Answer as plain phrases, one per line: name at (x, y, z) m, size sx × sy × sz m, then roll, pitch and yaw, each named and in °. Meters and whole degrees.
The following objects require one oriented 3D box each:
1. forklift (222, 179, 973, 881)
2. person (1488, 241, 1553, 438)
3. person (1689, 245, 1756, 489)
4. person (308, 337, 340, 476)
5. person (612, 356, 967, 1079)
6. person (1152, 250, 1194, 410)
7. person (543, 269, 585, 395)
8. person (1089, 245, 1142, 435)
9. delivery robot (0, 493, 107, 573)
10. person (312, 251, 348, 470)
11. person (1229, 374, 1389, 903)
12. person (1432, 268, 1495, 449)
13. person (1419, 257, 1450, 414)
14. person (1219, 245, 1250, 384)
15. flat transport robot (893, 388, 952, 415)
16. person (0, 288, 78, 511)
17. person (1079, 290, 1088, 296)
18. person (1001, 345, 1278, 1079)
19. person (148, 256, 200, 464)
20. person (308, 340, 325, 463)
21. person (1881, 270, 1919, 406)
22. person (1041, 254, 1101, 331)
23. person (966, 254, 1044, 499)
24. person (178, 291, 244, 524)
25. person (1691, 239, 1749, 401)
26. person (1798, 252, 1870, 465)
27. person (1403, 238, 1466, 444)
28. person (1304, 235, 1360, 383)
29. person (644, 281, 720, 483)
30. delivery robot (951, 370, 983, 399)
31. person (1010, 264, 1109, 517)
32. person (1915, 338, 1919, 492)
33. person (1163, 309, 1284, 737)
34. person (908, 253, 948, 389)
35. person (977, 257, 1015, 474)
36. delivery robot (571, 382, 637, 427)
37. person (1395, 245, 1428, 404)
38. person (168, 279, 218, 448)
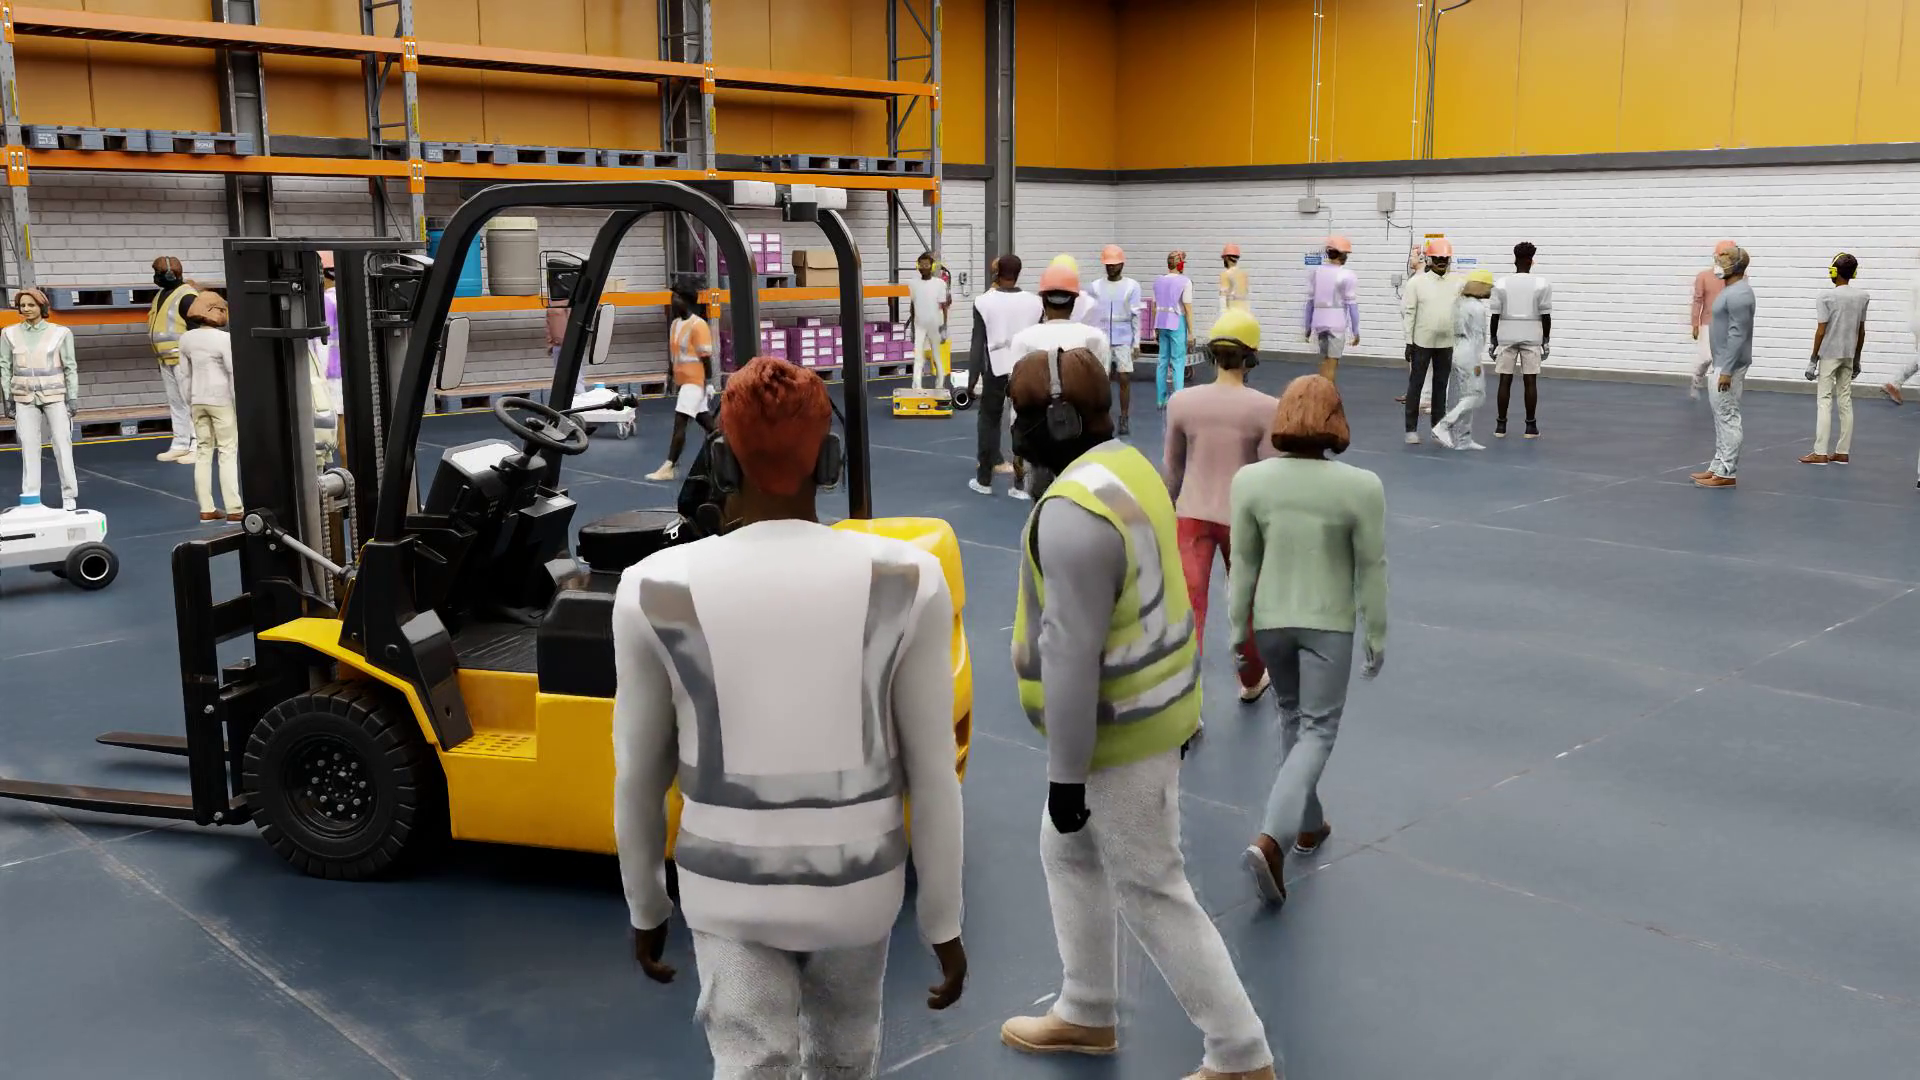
forklift at (-1.114, -0.058, 5.440) m, size 2.313 × 2.155 × 1.214 m, roll 2°, pitch 11°, yaw 13°
person at (5.608, -1.999, 16.666) m, size 0.604 × 1.959 × 0.379 m, roll 5°, pitch 11°, yaw 23°
person at (6.138, -1.376, 13.330) m, size 0.372 × 1.940 × 0.629 m, roll 3°, pitch 11°, yaw 18°
person at (-3.358, -0.429, 8.444) m, size 0.403 × 1.837 × 0.590 m, roll -1°, pitch 10°, yaw -3°
person at (-0.290, 0.612, 2.816) m, size 0.588 × 1.833 × 1.014 m, roll -1°, pitch 10°, yaw -7°
person at (2.440, -2.395, 19.143) m, size 0.396 × 1.844 × 0.564 m, roll -9°, pitch 14°, yaw -40°
person at (-4.165, -2.034, 17.437) m, size 0.380 × 1.755 × 0.537 m, roll -10°, pitch 14°, yaw -44°
person at (1.563, -2.024, 16.903) m, size 0.558 × 1.926 × 0.407 m, roll 3°, pitch 11°, yaw 17°
delivery robot at (-5.274, -0.023, 9.468) m, size 0.707 × 0.478 × 0.477 m, roll -9°, pitch 14°, yaw -42°
person at (-4.961, -1.331, 13.131) m, size 0.399 × 1.928 × 0.546 m, roll -1°, pitch 10°, yaw -5°
person at (1.059, 0.285, 5.197) m, size 0.507 × 1.601 × 0.793 m, roll 6°, pitch 12°, yaw 30°
person at (4.749, -1.681, 15.596) m, size 0.482 × 1.716 × 0.495 m, roll 0°, pitch 10°, yaw -1°
person at (5.391, -2.359, 18.953) m, size 0.429 × 1.840 × 0.635 m, roll -4°, pitch 11°, yaw -21°
person at (3.783, -3.094, 22.855) m, size 0.608 × 1.899 × 0.609 m, roll 10°, pitch 14°, yaw 43°
flat transport robot at (-0.435, -1.590, 19.045) m, size 0.652 × 0.197 × 1.431 m, roll 0°, pitch 10°, yaw -2°
person at (-6.730, -1.017, 12.184) m, size 0.511 × 1.640 × 0.308 m, roll -2°, pitch 11°, yaw -12°
person at (1.274, -2.399, 19.720) m, size 0.525 × 1.639 × 0.307 m, roll 0°, pitch 10°, yaw 2°
person at (0.448, 0.443, 3.895) m, size 0.708 × 1.788 × 0.673 m, roll 2°, pitch 11°, yaw 13°
person at (-6.968, -1.599, 14.818) m, size 0.624 × 1.841 × 0.430 m, roll 8°, pitch 13°, yaw 38°
person at (-5.551, -1.496, 13.996) m, size 0.371 × 1.934 × 0.627 m, roll -2°, pitch 11°, yaw -12°
person at (11.310, -2.505, 19.520) m, size 0.624 × 1.932 × 0.675 m, roll 6°, pitch 12°, yaw 28°
person at (0.845, -1.355, 13.410) m, size 0.584 × 1.869 × 1.024 m, roll 1°, pitch 10°, yaw 7°
person at (0.332, -1.275, 12.950) m, size 0.669 × 1.871 × 0.846 m, roll -4°, pitch 11°, yaw -21°
person at (-5.236, -0.926, 11.704) m, size 0.497 × 1.633 × 0.279 m, roll 4°, pitch 11°, yaw 19°
person at (9.006, -2.570, 19.743) m, size 0.620 × 1.980 × 0.501 m, roll 1°, pitch 10°, yaw 3°
person at (7.731, -1.593, 14.700) m, size 0.513 × 1.872 × 0.328 m, roll -2°, pitch 11°, yaw -11°
person at (4.614, -1.926, 16.169) m, size 0.612 × 1.995 × 0.393 m, roll -1°, pitch 10°, yaw -6°
person at (4.231, -2.402, 18.694) m, size 0.663 × 2.017 × 0.652 m, roll -9°, pitch 14°, yaw -41°
person at (-2.220, -1.322, 13.825) m, size 0.880 × 1.648 × 0.542 m, roll -6°, pitch 12°, yaw -31°
delivery robot at (0.249, -1.855, 19.461) m, size 0.707 × 0.478 × 0.477 m, roll 0°, pitch 10°, yaw -2°
person at (0.537, -0.554, 9.071) m, size 0.535 × 1.869 × 1.084 m, roll 1°, pitch 10°, yaw 4°
person at (7.747, -1.251, 12.929) m, size 0.404 × 1.831 × 0.601 m, roll -4°, pitch 11°, yaw -20°
person at (1.089, -0.086, 6.885) m, size 0.534 × 1.717 × 0.906 m, roll 4°, pitch 11°, yaw 22°
person at (-0.375, -2.595, 20.327) m, size 0.537 × 1.820 × 0.988 m, roll 3°, pitch 11°, yaw 15°
person at (0.311, -1.480, 14.174) m, size 0.350 × 1.837 × 0.506 m, roll -2°, pitch 11°, yaw -11°
delivery robot at (-3.589, -1.332, 16.609) m, size 0.707 × 0.478 × 0.477 m, roll 1°, pitch 10°, yaw 4°
person at (5.492, -2.587, 20.017) m, size 0.408 × 1.908 × 0.646 m, roll 1°, pitch 10°, yaw 4°
person at (-7.243, -1.649, 15.693) m, size 0.515 × 1.604 × 0.666 m, roll 8°, pitch 13°, yaw 36°
